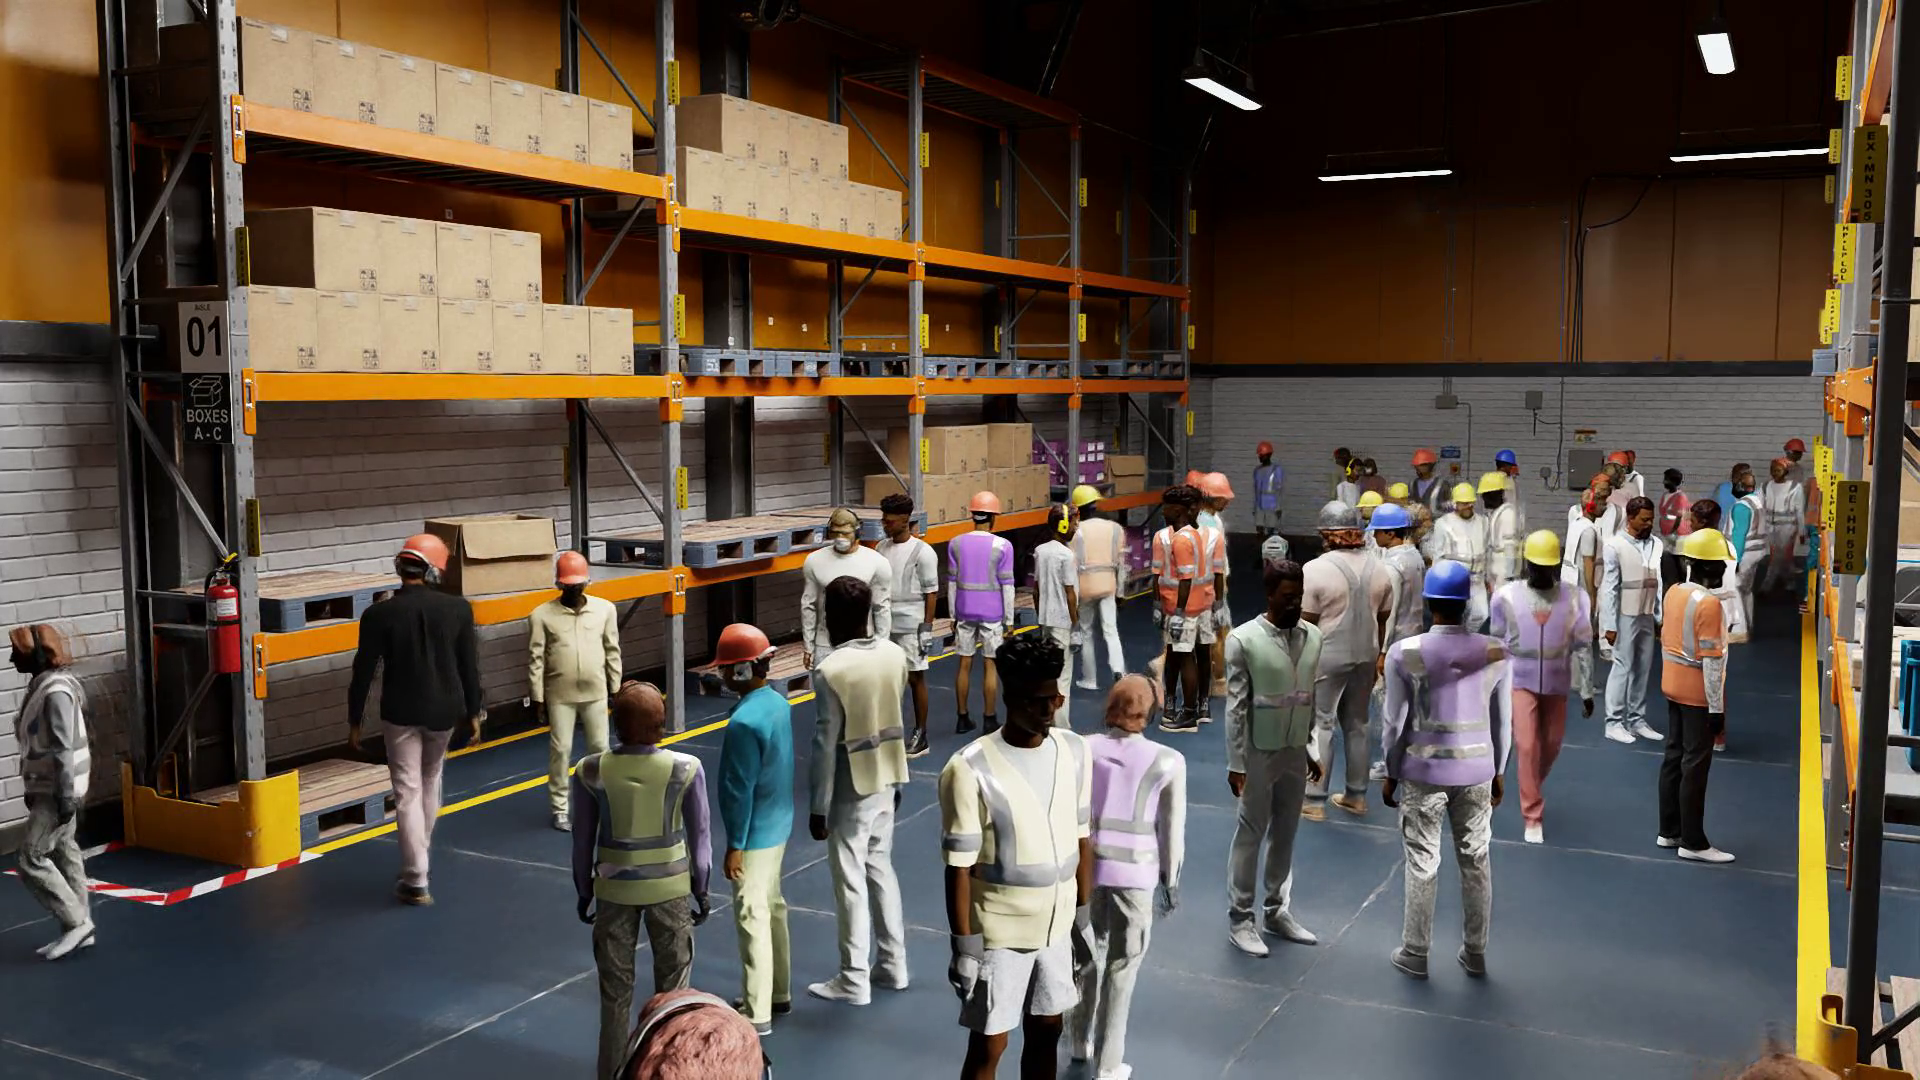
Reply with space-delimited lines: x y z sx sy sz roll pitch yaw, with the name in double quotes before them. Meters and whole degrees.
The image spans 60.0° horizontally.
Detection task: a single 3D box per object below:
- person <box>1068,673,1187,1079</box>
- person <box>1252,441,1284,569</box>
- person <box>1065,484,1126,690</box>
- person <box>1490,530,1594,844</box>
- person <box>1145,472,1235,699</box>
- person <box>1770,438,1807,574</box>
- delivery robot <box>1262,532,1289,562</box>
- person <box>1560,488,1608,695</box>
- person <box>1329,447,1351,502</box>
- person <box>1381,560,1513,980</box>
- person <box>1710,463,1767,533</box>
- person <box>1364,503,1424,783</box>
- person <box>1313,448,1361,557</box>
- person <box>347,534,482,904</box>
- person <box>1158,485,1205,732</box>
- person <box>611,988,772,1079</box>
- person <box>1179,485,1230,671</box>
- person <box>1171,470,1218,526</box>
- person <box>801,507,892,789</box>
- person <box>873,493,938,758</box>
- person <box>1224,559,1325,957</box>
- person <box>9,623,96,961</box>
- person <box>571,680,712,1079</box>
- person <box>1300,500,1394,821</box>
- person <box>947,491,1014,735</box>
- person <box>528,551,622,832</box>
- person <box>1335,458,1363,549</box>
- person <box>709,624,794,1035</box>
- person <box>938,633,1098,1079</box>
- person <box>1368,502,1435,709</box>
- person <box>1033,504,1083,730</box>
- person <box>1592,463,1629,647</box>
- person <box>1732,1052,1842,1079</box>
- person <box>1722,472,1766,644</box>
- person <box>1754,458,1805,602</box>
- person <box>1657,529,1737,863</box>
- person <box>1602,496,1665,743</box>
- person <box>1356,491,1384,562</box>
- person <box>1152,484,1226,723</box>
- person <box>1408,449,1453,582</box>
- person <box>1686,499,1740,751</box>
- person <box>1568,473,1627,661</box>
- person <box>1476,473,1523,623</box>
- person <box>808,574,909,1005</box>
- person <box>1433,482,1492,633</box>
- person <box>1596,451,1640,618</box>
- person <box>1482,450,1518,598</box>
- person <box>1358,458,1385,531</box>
"person" 0.620 1.336 6.548 0.517 1.610 0.445 3 6 28
"person" 4.625 -0.518 24.877 0.596 1.925 0.565 -5 7 -42
"person" 1.218 0.450 14.704 0.591 1.883 0.878 -1 5 -15
"person" 3.575 0.860 10.273 0.609 1.892 0.835 1 5 11
"person" 2.082 0.406 14.493 0.838 2.011 0.632 -1 5 -7
"person" 12.101 -0.488 24.253 0.617 1.986 0.406 -3 6 -28
"delivery robot" 4.708 0.116 24.816 0.477 0.478 0.707 1 6 16
"person" 5.564 0.452 14.864 0.373 1.840 0.570 1 5 11
"person" 6.182 -0.622 26.893 0.561 1.752 0.324 -3 6 -30
"person" 2.249 1.065 7.709 0.603 1.949 0.384 0 5 -2
"person" 9.402 -0.022 20.075 0.562 1.820 0.655 -4 7 -36
"person" 3.010 0.712 11.570 0.415 1.940 0.605 3 6 30
"person" 5.899 -0.517 25.590 0.964 1.782 0.608 3 6 25
"person" -2.994 0.942 9.043 0.674 1.939 0.835 -3 6 -33
"person" 1.761 0.542 13.241 0.363 1.963 0.612 1 5 14
"person" -0.378 1.588 2.384 0.652 1.894 0.400 -4 7 -35
"person" 2.257 0.369 15.997 0.940 1.790 0.568 -1 5 -13
"person" 2.764 0.050 19.656 0.563 1.753 0.327 2 6 16
"person" -0.779 0.737 11.316 0.627 1.935 0.373 1 5 8
"person" -0.436 0.627 12.330 0.613 1.962 0.362 5 7 43
"person" 1.525 1.041 8.139 0.597 1.915 0.370 -4 6 -34
"person" -4.343 1.204 7.931 0.396 1.622 0.538 -4 7 -38
"person" -1.200 1.350 6.298 0.524 1.637 0.306 0 5 -4
"person" 2.381 0.749 10.617 0.681 2.000 0.535 -3 6 -25
"person" 0.172 0.579 13.074 0.549 1.927 0.393 2 6 21
"person" -2.370 0.929 10.287 0.575 1.737 0.354 -3 6 -25
"person" 4.830 -0.087 20.567 0.329 1.865 0.507 4 7 39
"person" -0.899 1.224 7.129 0.355 1.737 0.576 1 5 10
"person" 0.202 1.270 5.499 0.599 1.958 0.394 -4 7 -37
"person" 3.188 0.658 12.343 0.588 1.901 0.711 1 5 6
"person" 0.751 0.660 12.525 0.326 1.865 0.519 -3 6 -32
"person" 6.829 0.154 17.570 0.351 1.936 0.634 -2 6 -19
"person" 1.428 1.668 3.035 0.497 1.610 0.678 1 5 5
"person" 8.366 0.192 17.780 0.429 1.829 0.636 4 7 39
"person" 10.443 -0.128 21.239 0.985 1.831 0.602 -3 6 -30
"person" 4.288 0.893 9.677 0.369 1.927 0.588 0 5 -2
"person" 5.196 0.610 12.858 0.598 1.907 0.409 -3 6 -29
"person" 4.001 0.392 16.124 0.348 1.735 0.484 2 6 16
"person" 1.866 0.518 13.563 0.601 1.958 0.382 0 5 4
"person" 5.657 -0.112 20.222 1.077 1.976 0.620 -3 6 -32
"person" 5.595 0.649 12.421 0.398 1.909 0.599 5 7 44
"person" 6.354 0.273 16.607 0.577 1.880 0.352 0 5 5
"person" 5.375 0.288 16.341 0.639 1.898 0.626 0 5 3
"person" -0.437 1.110 7.424 0.398 1.916 0.597 4 6 34
"person" 4.891 0.343 16.170 0.614 1.813 0.431 -1 5 -8
"person" 7.679 -0.048 19.508 0.409 1.986 0.621 -5 7 -45
"person" 6.890 -0.181 21.166 0.402 1.938 0.603 -2 6 -21
"person" 6.300 -0.447 25.662 0.507 1.631 0.268 2 6 20
